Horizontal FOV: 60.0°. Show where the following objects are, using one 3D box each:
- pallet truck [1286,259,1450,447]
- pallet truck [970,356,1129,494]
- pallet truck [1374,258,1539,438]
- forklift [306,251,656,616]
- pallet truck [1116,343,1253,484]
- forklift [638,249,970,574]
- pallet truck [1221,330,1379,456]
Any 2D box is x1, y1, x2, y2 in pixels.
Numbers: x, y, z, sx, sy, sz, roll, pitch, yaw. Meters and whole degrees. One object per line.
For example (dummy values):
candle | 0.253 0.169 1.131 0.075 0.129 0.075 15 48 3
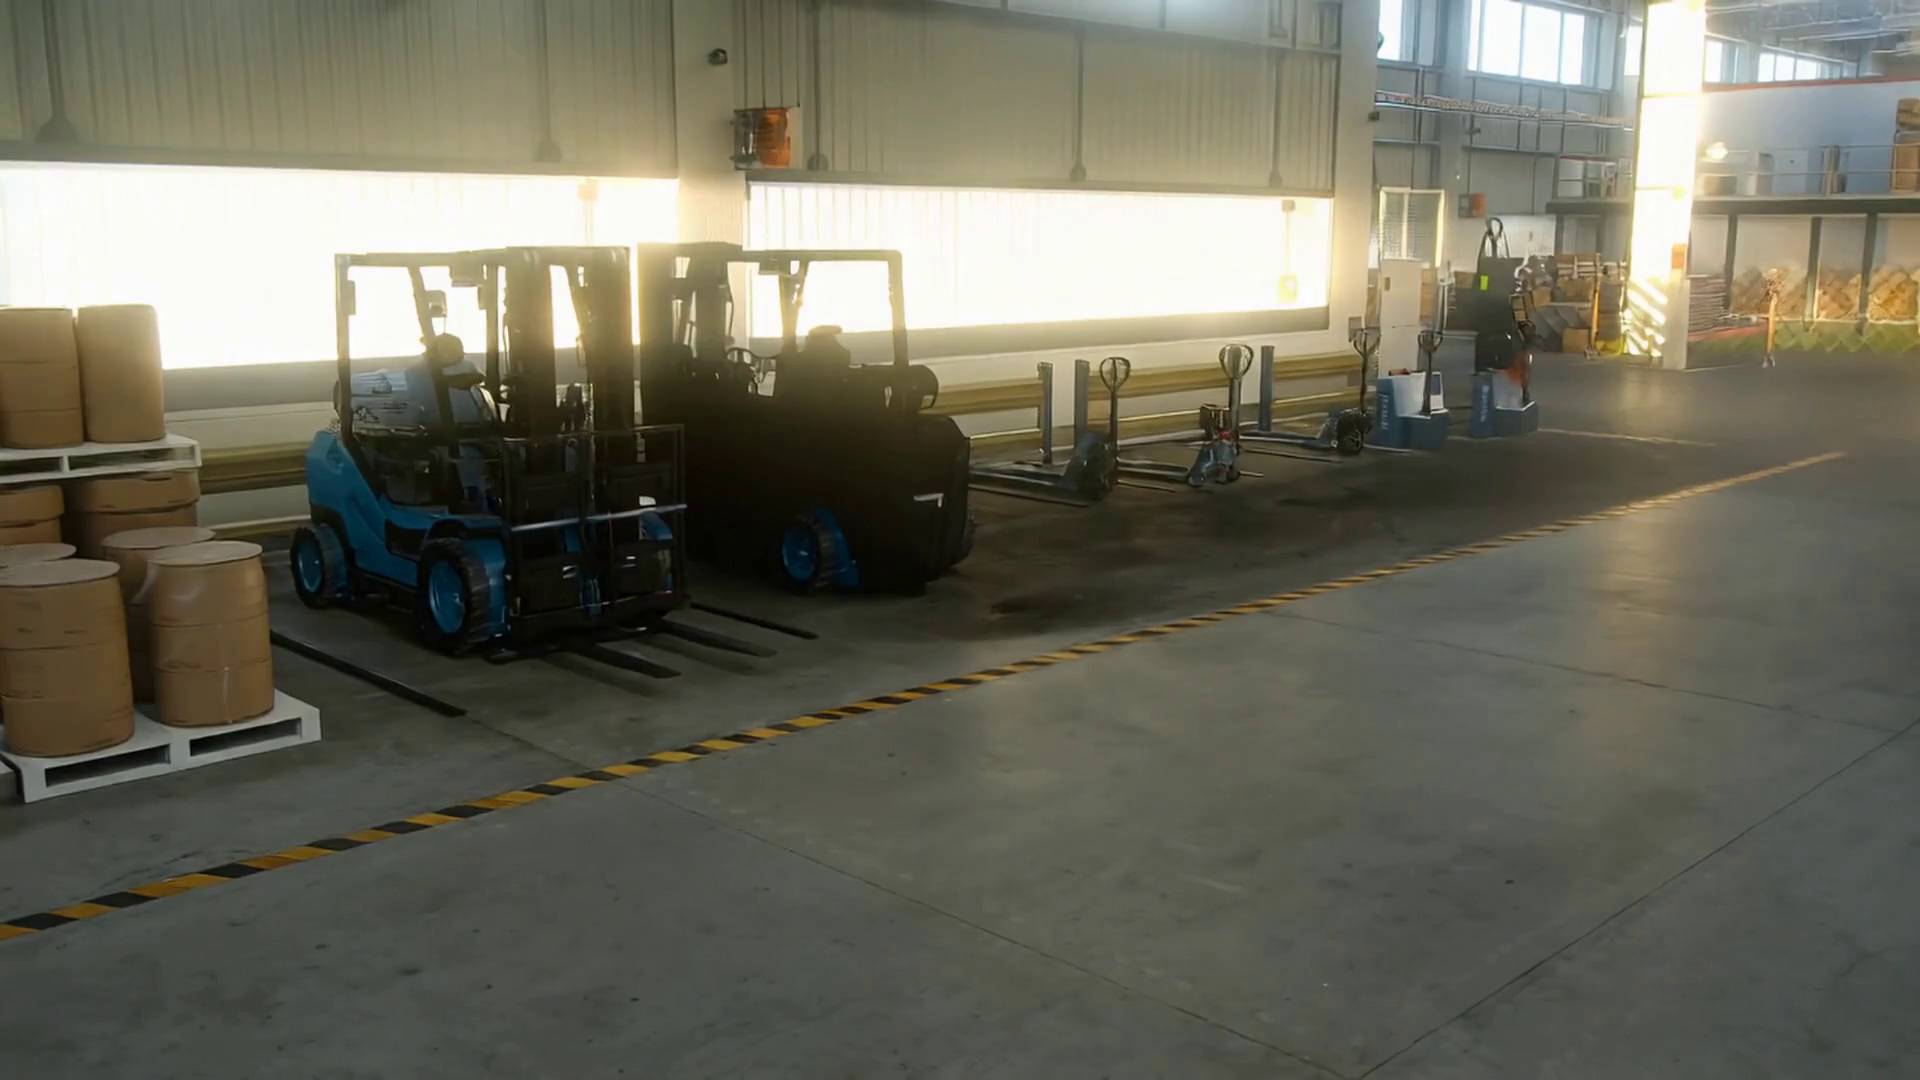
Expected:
pallet truck | 4.493 -2.078 18.196 0.823 1.965 1.885 -9 14 -40
pallet truck | 0.784 -1.085 14.876 0.680 1.201 1.601 -10 14 -44
pallet truck | 5.704 -2.208 18.901 1.885 1.965 0.823 10 14 43
forklift | -2.833 -0.669 9.694 1.157 1.987 2.680 -10 14 -44
pallet truck | 1.962 -1.215 15.415 1.522 1.261 0.704 10 14 43
forklift | -1.173 -0.958 11.239 2.680 1.987 1.157 10 14 43
pallet truck | 3.563 -1.581 17.381 0.653 1.274 1.630 -10 14 -44
